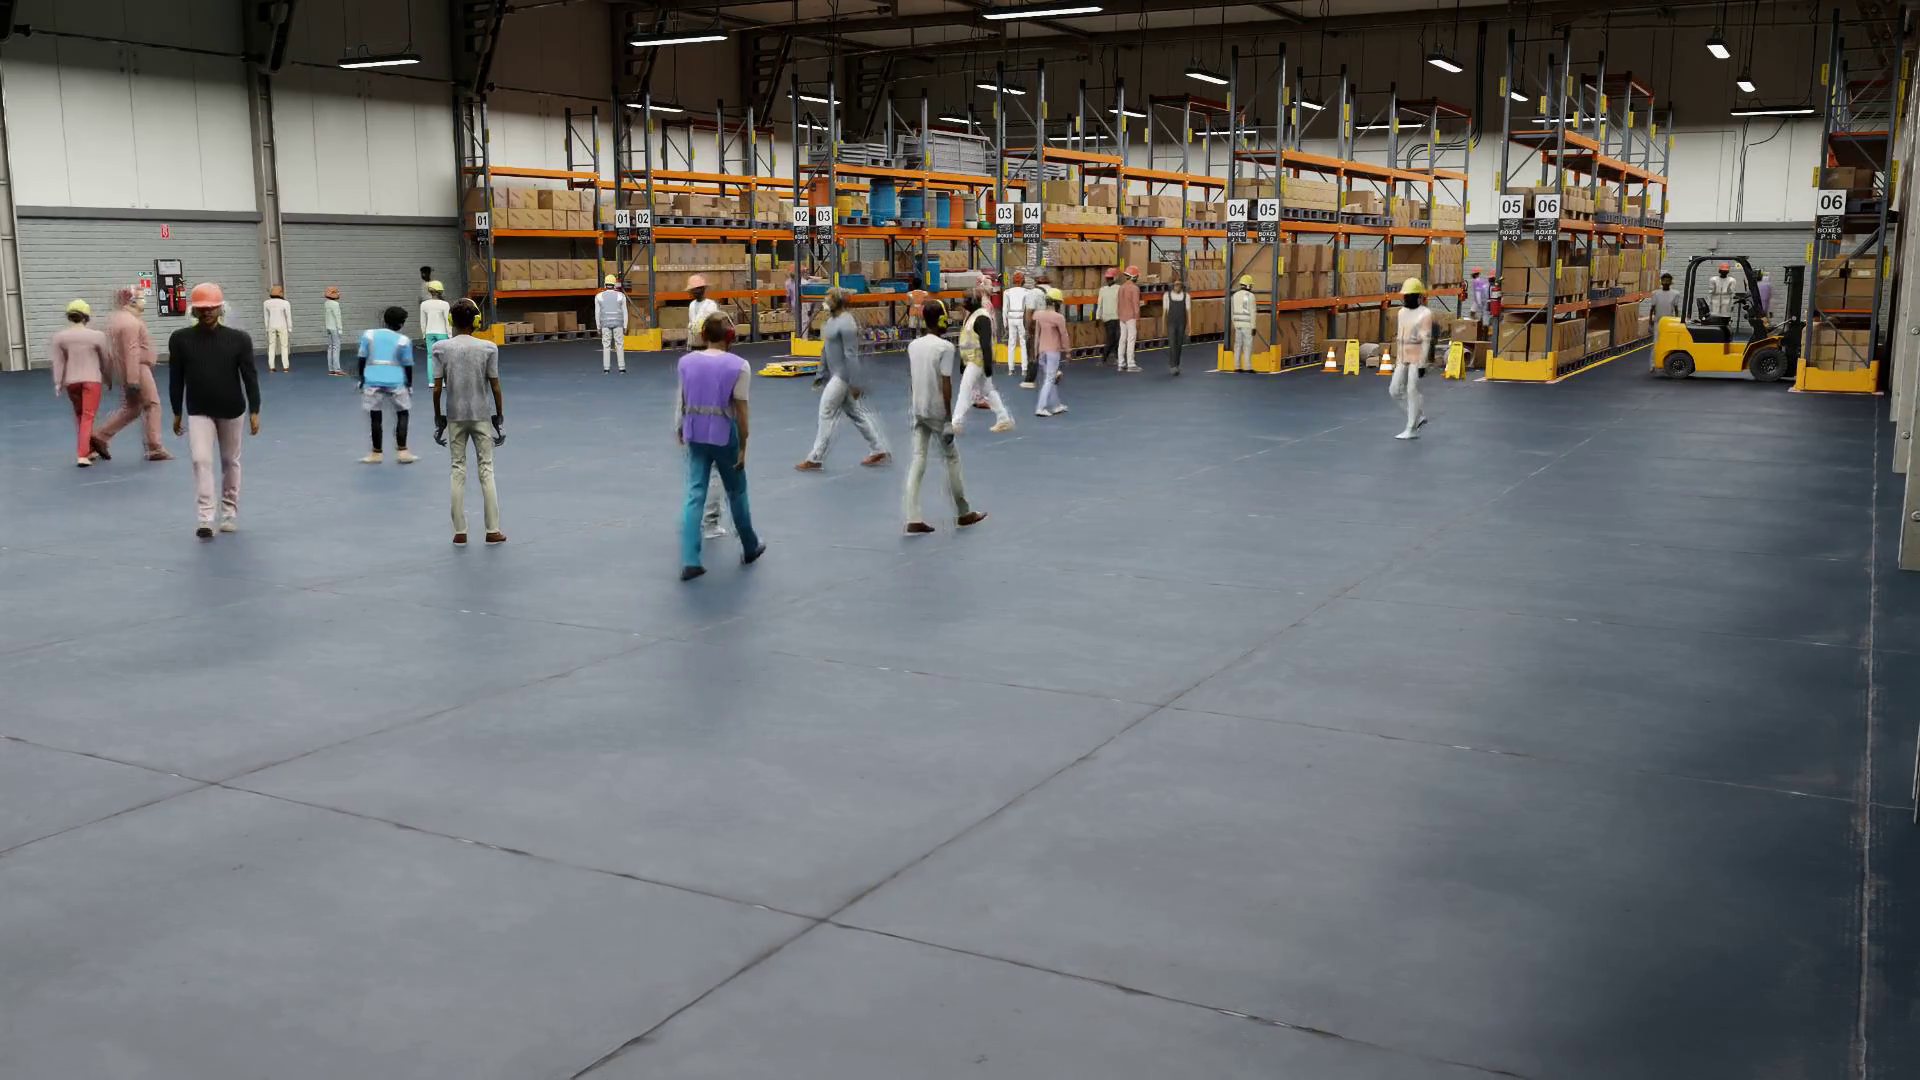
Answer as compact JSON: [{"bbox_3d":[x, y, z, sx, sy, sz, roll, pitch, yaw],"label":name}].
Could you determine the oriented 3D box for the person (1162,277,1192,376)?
[{"bbox_3d":[3.978,-3.924,30.532,0.520,1.798,0.986,0,10,-1],"label":"person"}]

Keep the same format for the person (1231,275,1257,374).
[{"bbox_3d":[5.265,-3.971,30.698,0.404,1.830,0.599,-6,12,-33],"label":"person"}]

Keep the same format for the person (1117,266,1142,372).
[{"bbox_3d":[3.214,-4.178,31.431,0.395,1.993,0.614,-6,11,-29],"label":"person"}]

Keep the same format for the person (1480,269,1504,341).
[{"bbox_3d":[11.577,-4.946,36.241,0.563,1.883,0.996,5,11,29],"label":"person"}]

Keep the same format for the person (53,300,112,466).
[{"bbox_3d":[-9.180,-1.645,17.423,0.510,1.713,0.887,-1,10,-5],"label":"person"}]

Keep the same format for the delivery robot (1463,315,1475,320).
[{"bbox_3d":[13.834,-5.918,45.555,0.707,0.478,0.477,-1,10,-9],"label":"delivery robot"}]

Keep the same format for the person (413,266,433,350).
[{"bbox_3d":[-12.449,-5.375,38.624,0.643,1.933,0.853,9,13,43],"label":"person"}]

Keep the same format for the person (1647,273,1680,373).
[{"bbox_3d":[13.091,-4.029,30.946,0.535,1.864,0.309,3,10,19],"label":"person"}]

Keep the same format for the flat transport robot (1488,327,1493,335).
[{"bbox_3d":[14.519,-5.765,45.765,0.652,0.197,1.431,-1,10,-8],"label":"flat transport robot"}]

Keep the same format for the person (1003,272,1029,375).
[{"bbox_3d":[1.070,-3.956,30.456,0.583,1.882,0.337,3,10,18],"label":"person"}]

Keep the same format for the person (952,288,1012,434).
[{"bbox_3d":[0.214,-2.198,20.456,0.970,1.793,0.643,-2,10,-10],"label":"person"}]

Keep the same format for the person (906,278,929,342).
[{"bbox_3d":[-0.947,-5.014,37.202,0.532,1.697,0.319,-1,10,-8],"label":"person"}]

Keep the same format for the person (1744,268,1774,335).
[{"bbox_3d":[18.350,-5.296,38.229,0.616,1.904,0.518,0,10,1],"label":"person"}]

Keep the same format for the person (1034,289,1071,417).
[{"bbox_3d":[1.285,-2.553,22.670,0.747,1.728,0.547,-8,13,-40],"label":"person"}]

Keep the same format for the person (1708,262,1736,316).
[{"bbox_3d":[18.978,-5.902,41.465,0.641,2.007,0.854,4,11,25],"label":"person"}]

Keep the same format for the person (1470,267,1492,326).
[{"bbox_3d":[14.693,-6.735,46.790,0.846,1.887,0.564,8,12,39],"label":"person"}]

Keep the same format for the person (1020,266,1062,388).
[{"bbox_3d":[1.316,-3.521,27.454,0.629,2.000,0.687,9,13,43],"label":"person"}]

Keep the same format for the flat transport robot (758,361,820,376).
[{"bbox_3d":[-3.026,-3.157,30.494,0.652,0.197,1.431,5,11,27],"label":"flat transport robot"}]

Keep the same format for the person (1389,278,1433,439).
[{"bbox_3d":[5.356,-2.148,19.774,0.411,1.913,0.614,-4,11,-23],"label":"person"}]

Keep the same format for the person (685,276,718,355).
[{"bbox_3d":[-3.544,-2.677,22.913,0.551,1.892,0.469,9,13,43],"label":"person"}]

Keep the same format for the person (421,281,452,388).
[{"bbox_3d":[-8.642,-3.393,27.515,0.530,1.765,0.326,2,10,11],"label":"person"}]

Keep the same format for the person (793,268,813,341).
[{"bbox_3d":[-3.621,-5.387,38.771,0.399,1.909,0.642,-6,11,-32],"label":"person"}]

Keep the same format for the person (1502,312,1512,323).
[{"bbox_3d":[15.242,-6.599,46.050,0.978,1.844,0.667,-5,11,-29],"label":"person"}]

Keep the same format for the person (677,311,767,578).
[{"bbox_3d":[-1.662,-0.669,11.476,0.591,1.796,0.984,3,10,18],"label":"person"}]

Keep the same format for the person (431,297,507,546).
[{"bbox_3d":[-3.699,-0.886,12.529,0.528,1.869,0.313,-1,10,-8],"label":"person"}]

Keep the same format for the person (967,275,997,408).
[{"bbox_3d":[0.333,-2.841,23.876,0.401,1.904,0.646,-4,10,-21],"label":"person"}]

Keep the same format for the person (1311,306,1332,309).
[{"bbox_3d":[8.772,-5.654,40.451,0.594,1.881,0.819,3,10,15],"label":"person"}]

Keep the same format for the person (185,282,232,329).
[{"bbox_3d":[-10.231,-2.591,22.639,0.656,1.825,0.459,2,10,10],"label":"person"}]

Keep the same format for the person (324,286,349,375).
[{"bbox_3d":[-11.439,-3.827,30.435,0.500,1.633,0.279,9,14,44],"label":"person"}]

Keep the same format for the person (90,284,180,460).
[{"bbox_3d":[-8.818,-1.758,17.625,0.798,1.885,0.649,-7,12,-34],"label":"person"}]

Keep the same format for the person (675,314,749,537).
[{"bbox_3d":[-1.934,-0.892,12.983,0.497,1.722,0.532,4,10,20],"label":"person"}]

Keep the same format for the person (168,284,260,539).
[{"bbox_3d":[-5.745,-0.981,12.825,0.652,1.951,0.962,-4,10,-21],"label":"person"}]

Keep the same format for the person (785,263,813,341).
[{"bbox_3d":[-3.786,-5.500,39.143,0.650,2.006,0.705,3,10,18],"label":"person"}]

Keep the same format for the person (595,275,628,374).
[{"bbox_3d":[-6.417,-3.969,30.689,0.586,1.833,0.403,-1,10,-7],"label":"person"}]

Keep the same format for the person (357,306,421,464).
[{"bbox_3d":[-6.041,-1.619,17.440,0.620,1.661,0.318,-2,10,-9],"label":"person"}]

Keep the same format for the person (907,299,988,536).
[{"bbox_3d":[-0.131,-0.971,13.117,0.560,1.833,0.886,9,13,42],"label":"person"}]

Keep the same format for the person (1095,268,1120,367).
[{"bbox_3d":[2.995,-4.400,32.914,0.621,1.949,1.022,9,13,42],"label":"person"}]

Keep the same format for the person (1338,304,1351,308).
[{"bbox_3d":[9.490,-5.868,41.568,0.554,1.919,0.754,4,11,24],"label":"person"}]

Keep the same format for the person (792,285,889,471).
[{"bbox_3d":[-1.191,-1.650,16.985,1.035,1.891,0.640,-3,10,-15],"label":"person"}]

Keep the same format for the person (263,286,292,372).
[{"bbox_3d":[-12.828,-3.965,31.281,0.499,1.626,0.300,0,10,-1],"label":"person"}]
